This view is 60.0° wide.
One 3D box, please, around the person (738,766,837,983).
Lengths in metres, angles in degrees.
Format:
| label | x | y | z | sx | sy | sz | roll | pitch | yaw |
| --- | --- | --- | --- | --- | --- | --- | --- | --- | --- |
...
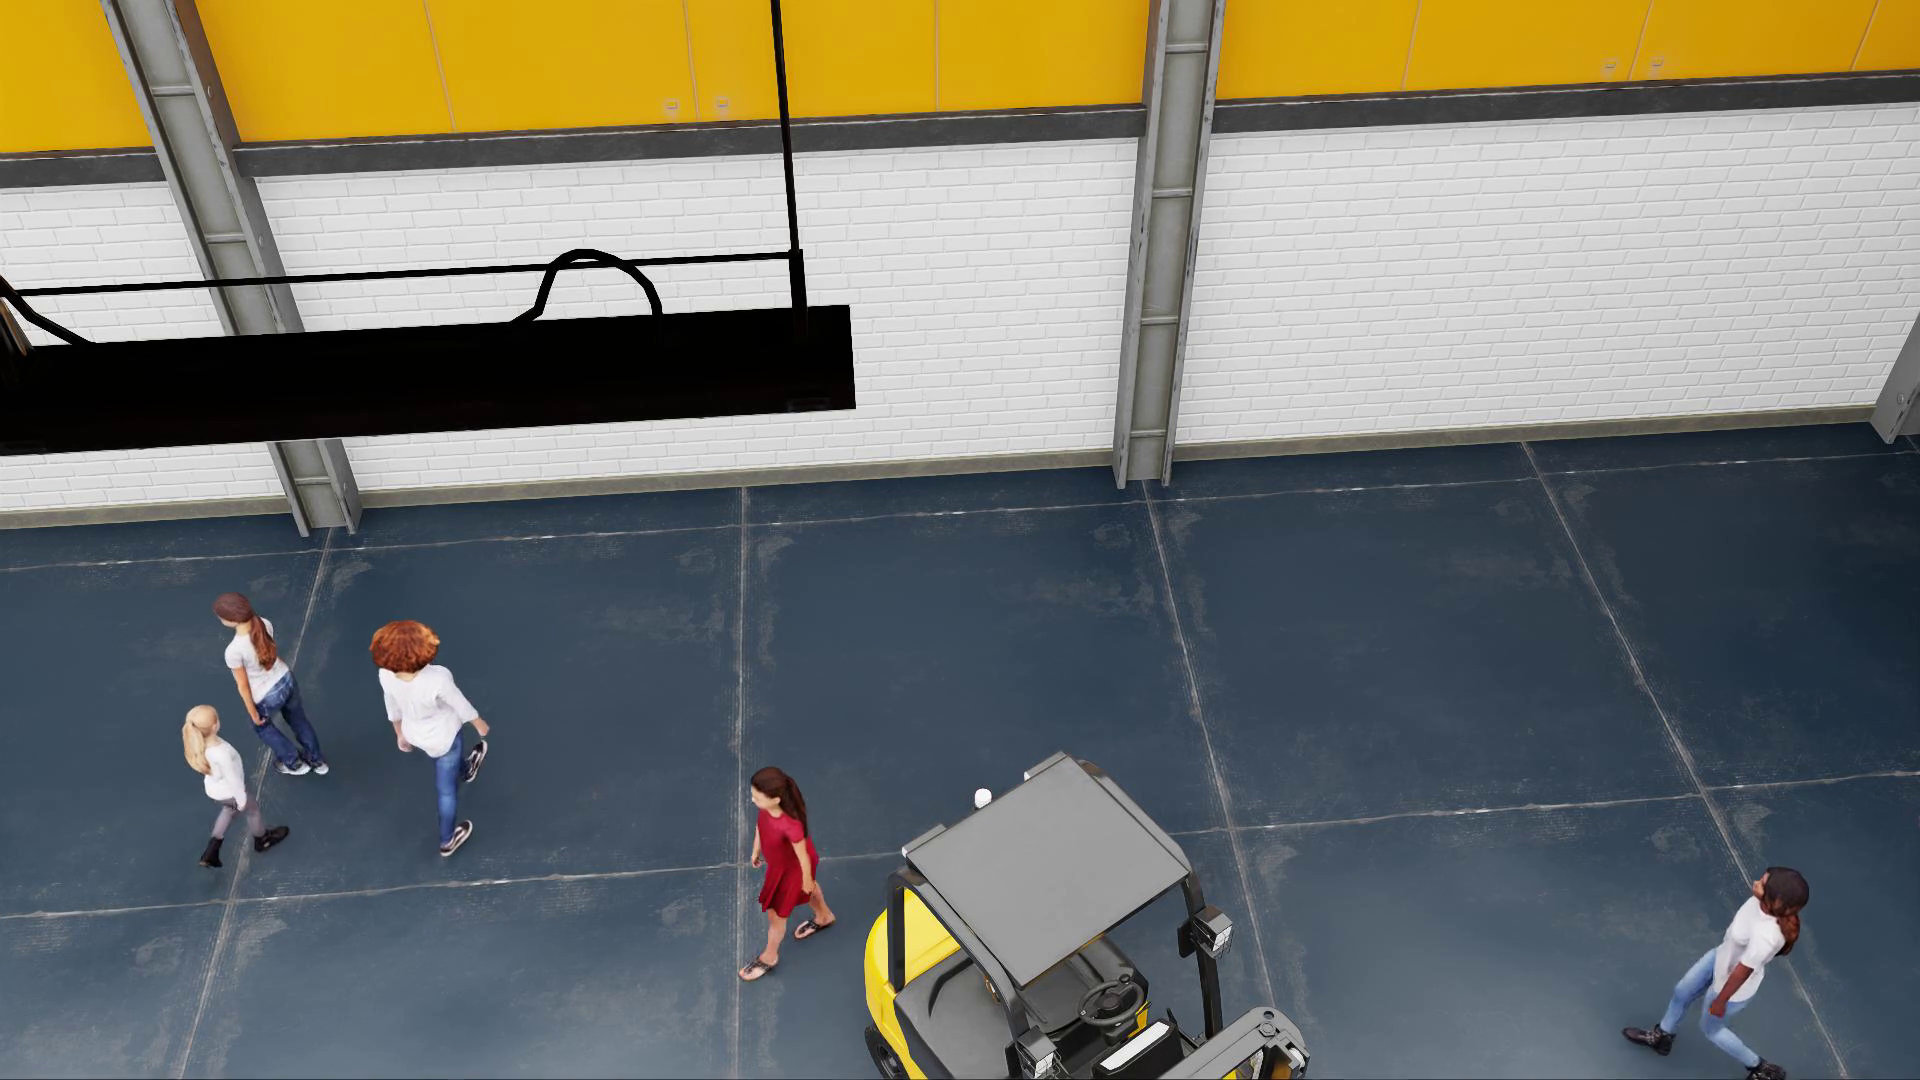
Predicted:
| label | x | y | z | sx | sy | sz | roll | pitch | yaw |
| --- | --- | --- | --- | --- | --- | --- | --- | --- | --- |
| person | -0.870 | 1.725 | 9.146 | 0.962 | 1.527 | 0.771 | -23 | 48 | -22 |

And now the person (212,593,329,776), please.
| label | x | y | z | sx | sy | sz | roll | pitch | yaw |
| --- | --- | --- | --- | --- | --- | --- | --- | --- | --- |
| person | -4.084 | 0.911 | 9.983 | 0.746 | 1.551 | 0.682 | 21 | 47 | 20 |

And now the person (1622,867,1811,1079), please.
| label | x | y | z | sx | sy | sz | roll | pitch | yaw |
| --- | --- | --- | --- | --- | --- | --- | --- | --- | --- |
| person | 3.994 | 2.260 | 8.461 | 1.096 | 1.697 | 0.904 | 18 | 46 | 18 |

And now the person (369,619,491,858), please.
| label | x | y | z | sx | sy | sz | roll | pitch | yaw |
| --- | --- | --- | --- | --- | --- | --- | --- | --- | --- |
| person | -3.087 | 1.177 | 9.609 | 1.061 | 1.682 | 0.992 | 16 | 46 | 16 |

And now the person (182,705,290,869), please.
| label | x | y | z | sx | sy | sz | roll | pitch | yaw |
| --- | --- | --- | --- | --- | --- | --- | --- | --- | --- |
| person | -4.284 | 1.472 | 9.604 | 0.777 | 1.263 | 0.801 | 24 | 49 | 23 |
